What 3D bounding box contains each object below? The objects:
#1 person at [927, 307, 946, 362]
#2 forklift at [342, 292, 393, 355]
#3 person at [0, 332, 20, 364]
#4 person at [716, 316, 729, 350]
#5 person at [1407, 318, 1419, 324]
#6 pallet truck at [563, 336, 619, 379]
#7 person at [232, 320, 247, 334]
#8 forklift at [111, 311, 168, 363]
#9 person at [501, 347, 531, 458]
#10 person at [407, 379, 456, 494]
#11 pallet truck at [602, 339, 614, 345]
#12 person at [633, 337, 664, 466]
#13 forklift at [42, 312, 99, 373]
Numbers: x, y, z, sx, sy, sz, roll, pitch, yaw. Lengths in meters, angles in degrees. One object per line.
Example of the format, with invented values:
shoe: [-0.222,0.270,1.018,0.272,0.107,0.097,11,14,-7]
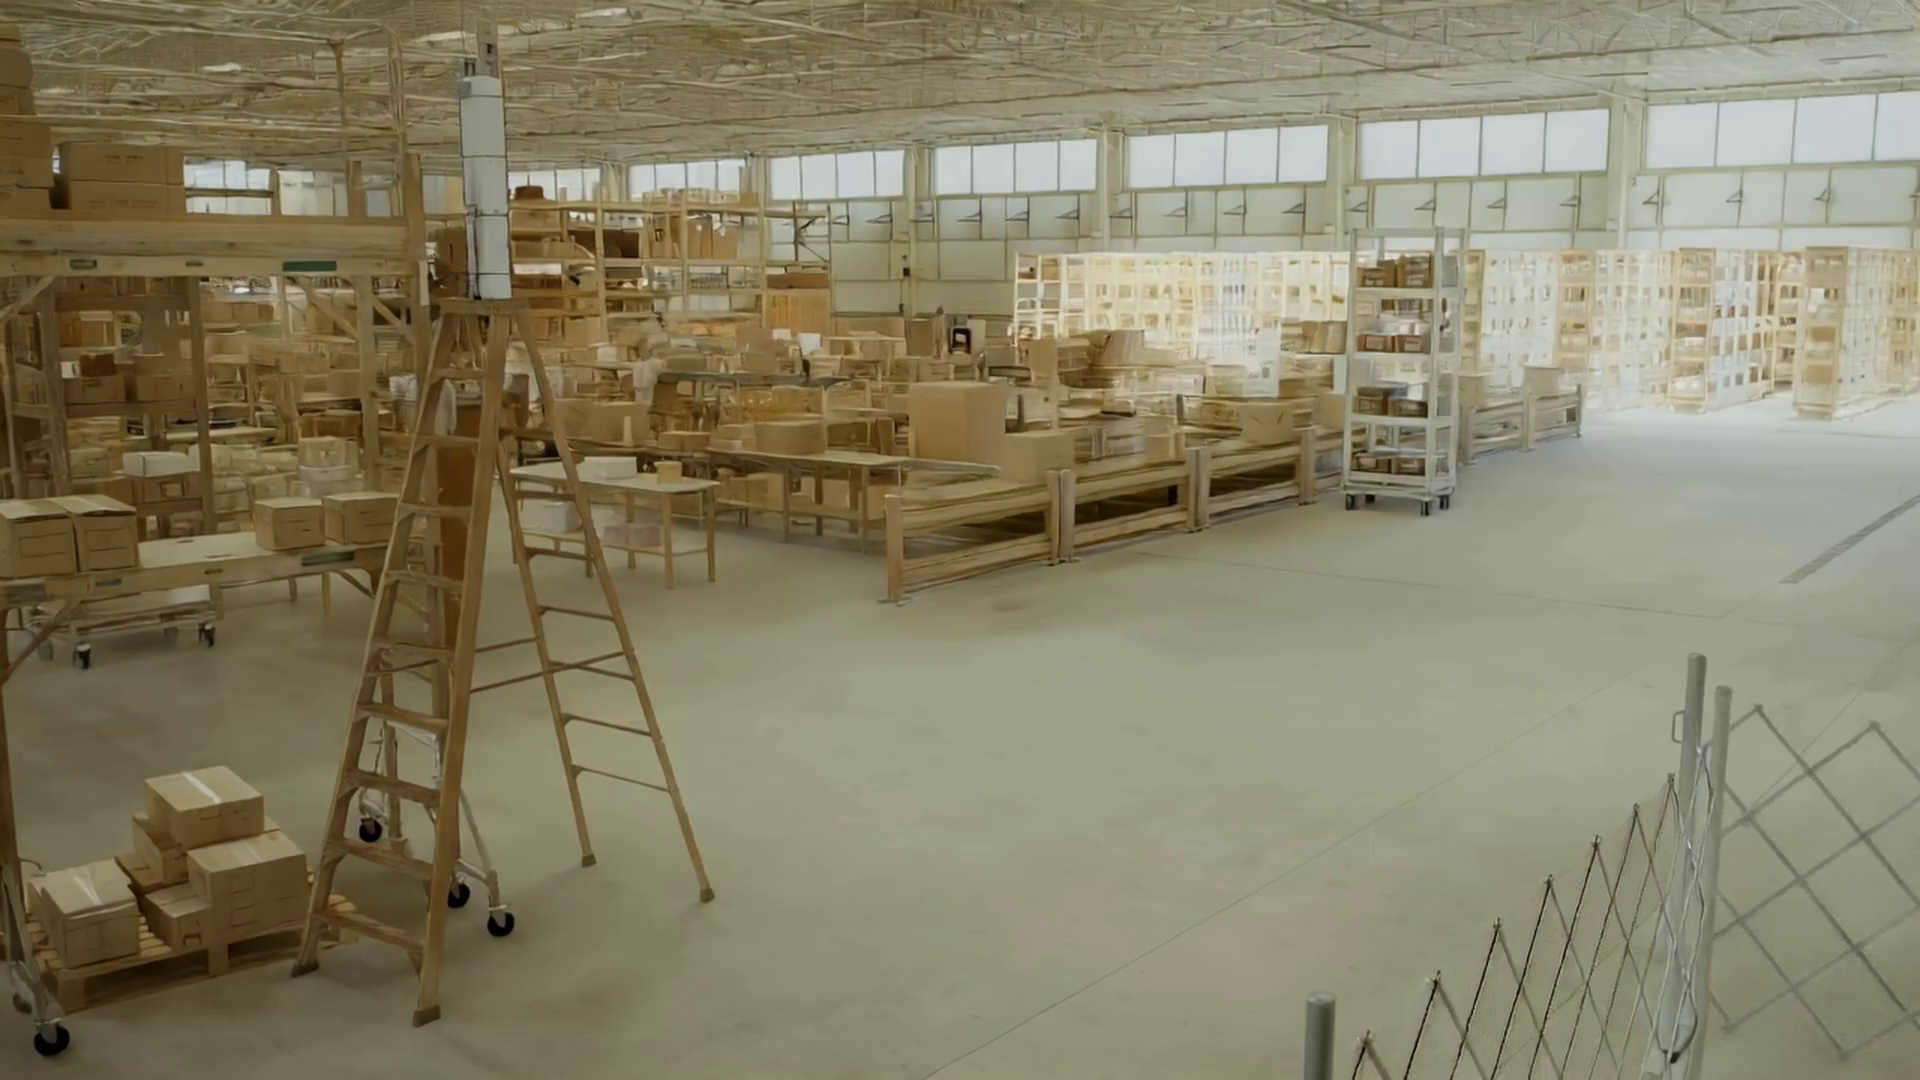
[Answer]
person: [-0.753,-6.594,54.081,0.963,1.958,0.630,5,10,28]
forklift: [-16.485,-5.622,45.120,1.129,2.768,1.873,7,11,37]
person: [-23.728,-4.423,41.510,0.283,1.632,0.507,8,12,41]
person: [-7.138,-5.876,50.240,0.659,1.743,0.530,8,12,42]
person: [14.145,-6.143,51.649,0.591,1.819,0.653,4,10,24]
pallet truck: [-10.690,-5.294,48.215,1.601,1.201,0.680,-5,10,-26]
person: [-20.190,-5.301,46.658,0.541,1.749,0.566,5,10,29]
forklift: [-21.226,-5.400,43.736,1.129,2.768,1.873,8,12,40]
person: [-7.347,-2.252,27.344,0.596,1.831,0.403,-4,10,-23]
person: [-7.249,-1.561,22.848,0.665,1.888,0.461,-5,10,-27]
pallet truck: [-8.991,-4.871,45.351,0.653,1.274,1.630,7,11,37]
person: [-4.949,-2.187,26.297,0.389,2.040,0.611,6,11,32]
forklift: [-23.779,-5.451,44.052,1.873,2.768,1.129,7,11,36]
